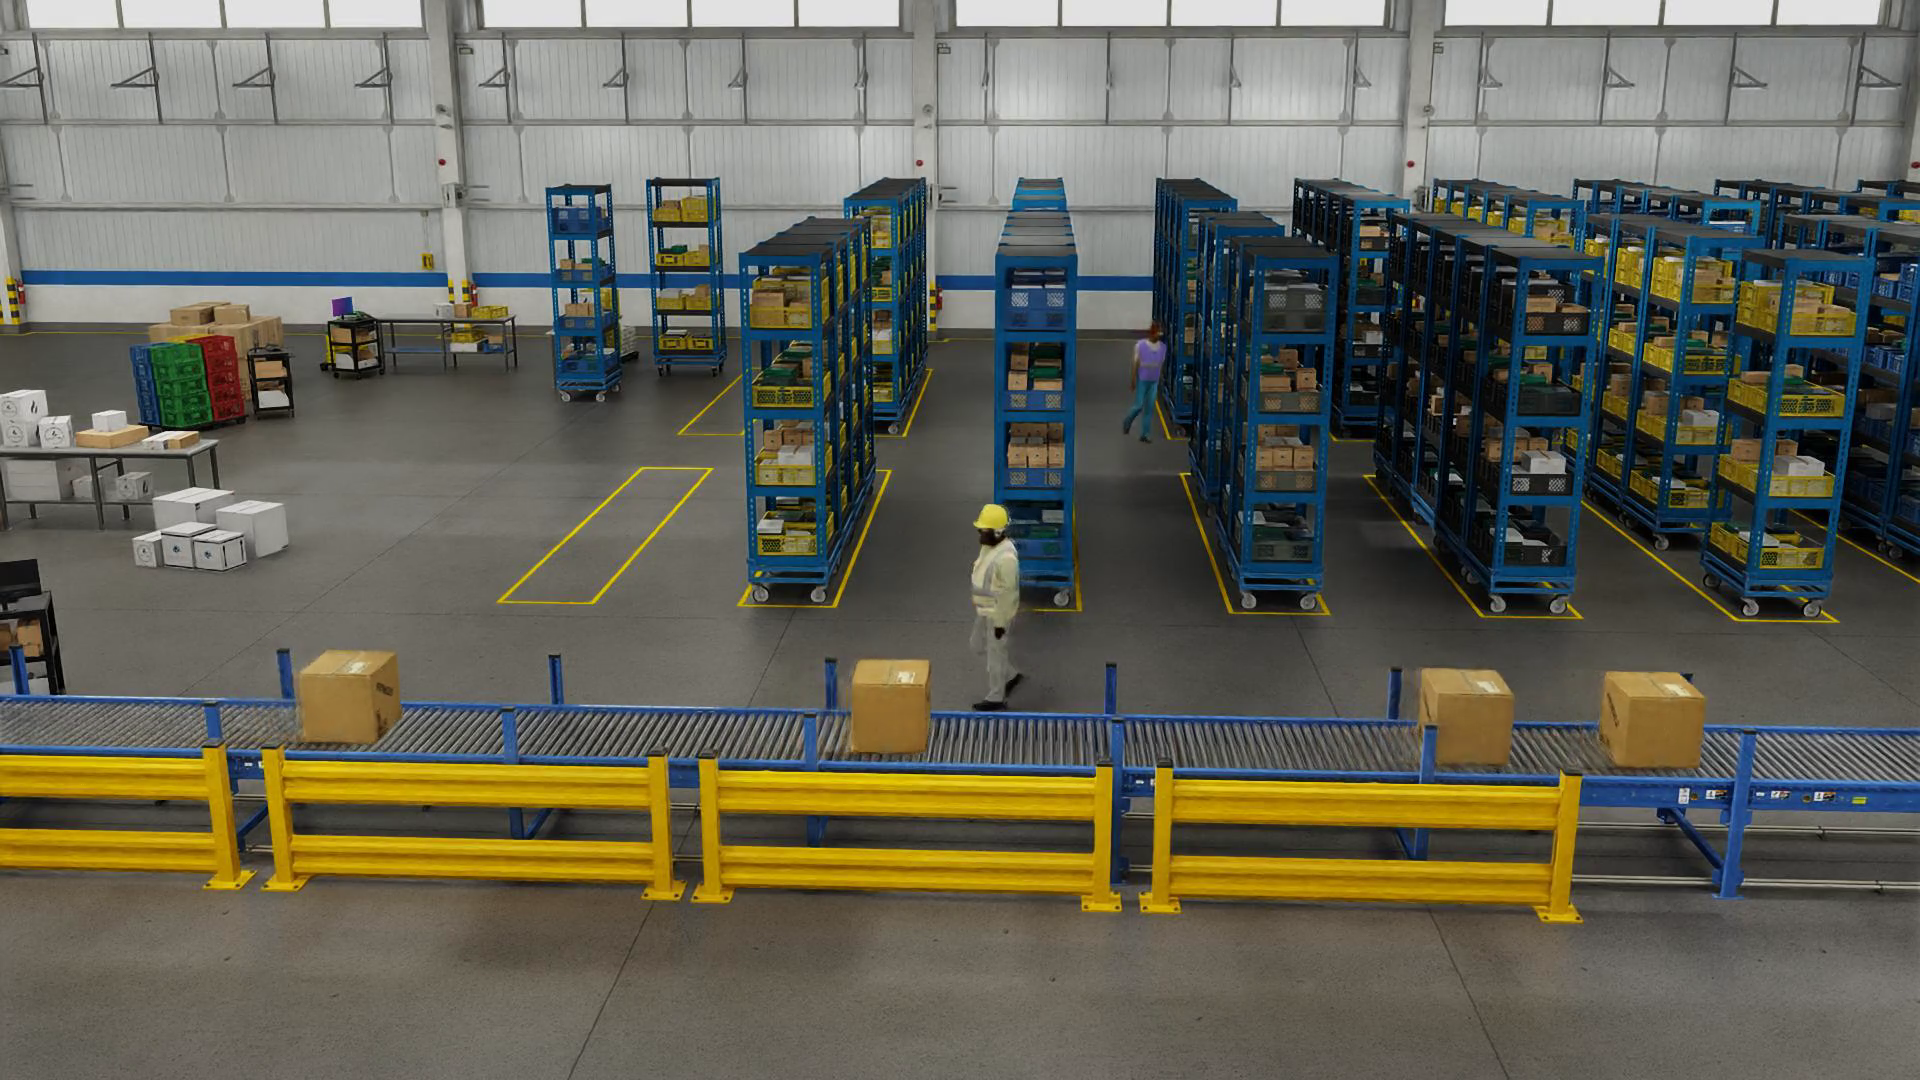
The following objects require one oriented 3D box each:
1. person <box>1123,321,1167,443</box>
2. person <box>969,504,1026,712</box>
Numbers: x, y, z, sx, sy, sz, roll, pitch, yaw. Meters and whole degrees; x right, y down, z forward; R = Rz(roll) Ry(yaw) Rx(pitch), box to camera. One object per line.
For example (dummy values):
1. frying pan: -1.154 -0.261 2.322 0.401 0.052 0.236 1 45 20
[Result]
1. person: 2.791 -2.380 24.944 0.636 1.811 0.544 -8 17 -27
2. person: 0.298 0.574 13.954 0.431 1.818 0.618 -3 15 -12
